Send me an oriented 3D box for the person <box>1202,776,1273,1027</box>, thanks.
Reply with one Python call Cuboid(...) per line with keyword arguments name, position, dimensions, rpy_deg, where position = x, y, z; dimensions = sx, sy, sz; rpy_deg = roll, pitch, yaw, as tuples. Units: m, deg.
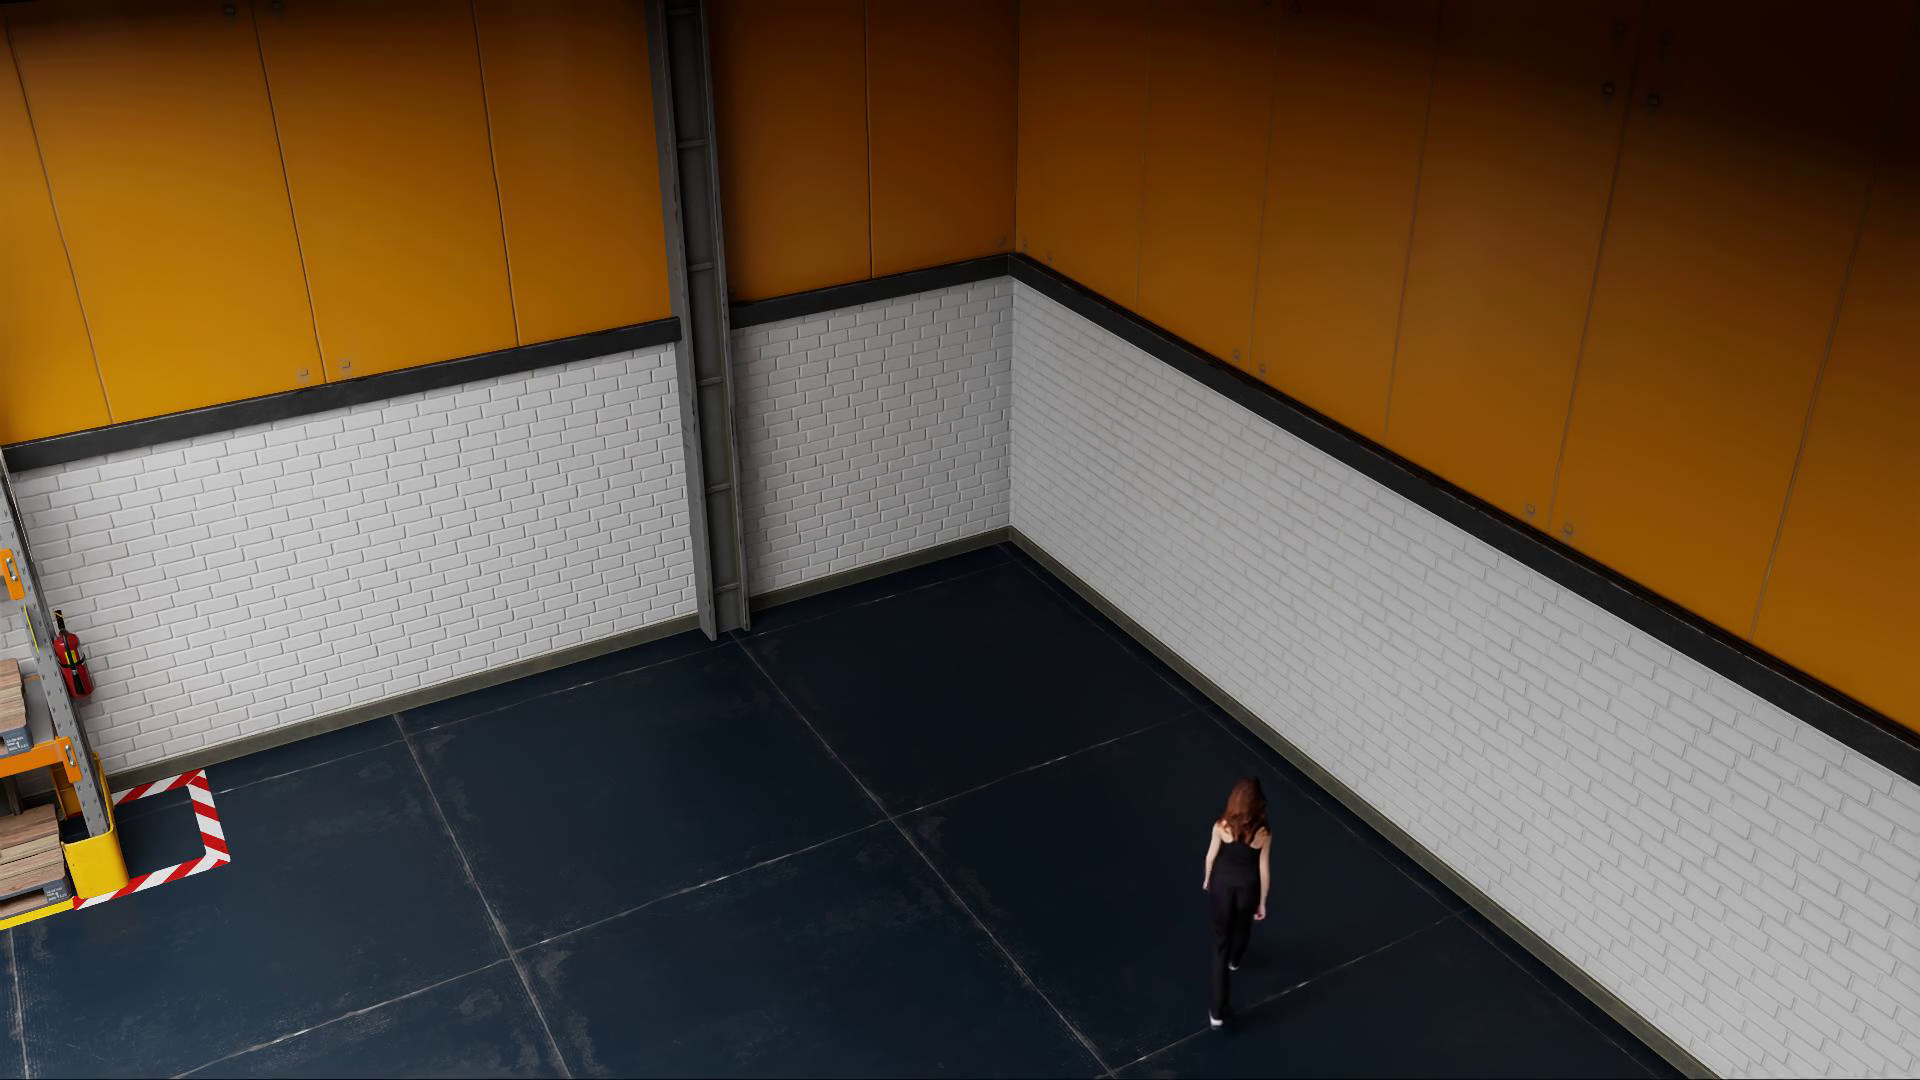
Cuboid(name="person", position=(1.771, 2.350, 10.782), dimensions=(1.101, 1.708, 1.071), rpy_deg=(3, 29, 6))
